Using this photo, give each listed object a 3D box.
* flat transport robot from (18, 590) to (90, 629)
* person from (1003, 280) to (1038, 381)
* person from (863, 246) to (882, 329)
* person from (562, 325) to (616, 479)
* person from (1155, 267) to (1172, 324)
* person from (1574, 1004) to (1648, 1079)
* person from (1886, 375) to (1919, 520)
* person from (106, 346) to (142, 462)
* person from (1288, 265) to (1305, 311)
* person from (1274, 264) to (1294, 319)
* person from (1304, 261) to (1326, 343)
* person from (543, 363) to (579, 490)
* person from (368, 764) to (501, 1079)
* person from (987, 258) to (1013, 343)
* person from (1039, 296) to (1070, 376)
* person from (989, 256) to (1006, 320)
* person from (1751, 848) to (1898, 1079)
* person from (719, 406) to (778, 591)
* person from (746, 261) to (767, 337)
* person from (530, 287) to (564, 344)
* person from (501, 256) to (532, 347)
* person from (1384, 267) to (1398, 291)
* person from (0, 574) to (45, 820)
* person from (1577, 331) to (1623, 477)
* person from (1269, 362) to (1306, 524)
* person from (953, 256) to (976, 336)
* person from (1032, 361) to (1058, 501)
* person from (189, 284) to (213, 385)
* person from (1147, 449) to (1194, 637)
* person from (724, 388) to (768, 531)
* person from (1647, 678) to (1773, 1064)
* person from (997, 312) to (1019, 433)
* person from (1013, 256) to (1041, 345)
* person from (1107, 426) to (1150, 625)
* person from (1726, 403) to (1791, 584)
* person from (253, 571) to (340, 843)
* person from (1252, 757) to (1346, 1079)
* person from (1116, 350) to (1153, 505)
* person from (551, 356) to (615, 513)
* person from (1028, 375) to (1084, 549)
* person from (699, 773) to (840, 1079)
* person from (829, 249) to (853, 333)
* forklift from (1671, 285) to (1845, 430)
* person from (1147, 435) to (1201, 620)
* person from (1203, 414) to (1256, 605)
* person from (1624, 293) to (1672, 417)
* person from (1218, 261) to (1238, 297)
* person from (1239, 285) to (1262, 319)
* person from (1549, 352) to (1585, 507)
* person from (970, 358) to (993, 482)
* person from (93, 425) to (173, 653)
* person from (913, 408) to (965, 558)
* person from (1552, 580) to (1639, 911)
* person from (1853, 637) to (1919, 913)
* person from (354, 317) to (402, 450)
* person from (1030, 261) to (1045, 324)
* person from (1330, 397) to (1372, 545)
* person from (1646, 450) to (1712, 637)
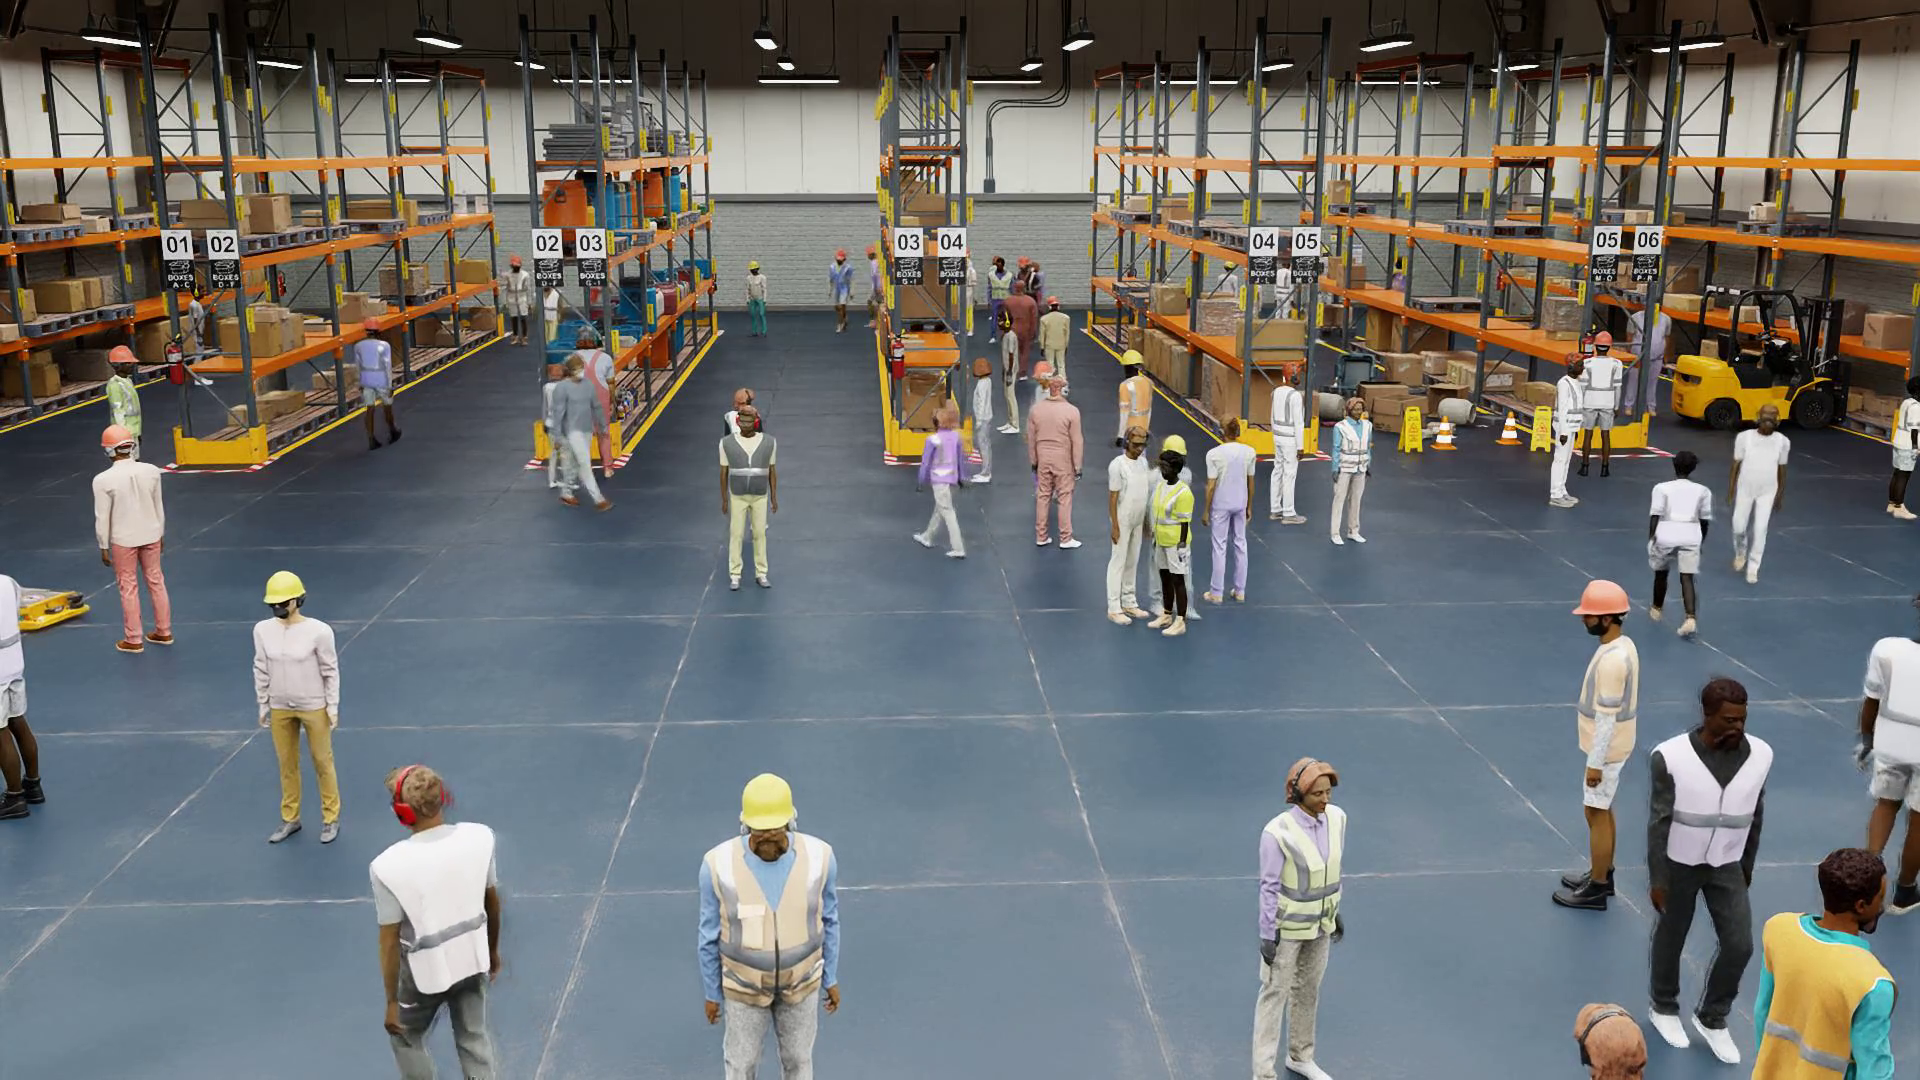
[{"bbox_3d":[-8.948,0.616,15.449,1.431,0.197,0.652,3,14,11],"label":"flat transport robot"},{"bbox_3d":[1.141,-3.929,31.232,0.658,1.892,0.427,4,14,15],"label":"person"},{"bbox_3d":[-2.081,-6.107,40.237,0.711,1.992,0.639,3,14,12],"label":"person"},{"bbox_3d":[-4.910,-1.833,22.031,0.684,2.000,0.538,-4,14,-16],"label":"person"},{"bbox_3d":[4.640,-5.479,38.340,0.514,1.640,0.310,11,17,38],"label":"person"},{"bbox_3d":[2.075,2.293,5.420,0.523,1.636,0.310,-2,13,-7],"label":"person"},{"bbox_3d":[11.226,-1.103,19.673,0.320,1.698,0.531,4,14,16],"label":"person"},{"bbox_3d":[-9.814,-1.273,19.657,0.370,2.044,0.608,-4,14,-15],"label":"person"},{"bbox_3d":[9.037,-7.101,44.648,0.643,1.905,0.399,11,17,38],"label":"person"},{"bbox_3d":[7.438,-5.555,38.153,0.358,1.880,0.575,-8,16,-32],"label":"person"},{"bbox_3d":[7.845,-5.323,37.261,0.685,1.849,0.506,1,13,2],"label":"person"},{"bbox_3d":[-5.114,-1.447,21.287,0.521,1.630,0.319,8,15,30],"label":"person"},{"bbox_3d":[-2.230,1.812,7.063,0.646,1.814,0.610,12,18,42],"label":"person"},{"bbox_3d":[0.908,-5.363,37.264,0.589,1.913,0.398,2,13,7],"label":"person"},{"bbox_3d":[1.672,-3.458,29.581,0.550,1.734,0.383,-3,14,-13],"label":"person"},{"bbox_3d":[0.946,-6.429,42.403,0.508,1.623,0.288,-8,16,-31],"label":"person"},{"bbox_3d":[3.086,2.014,5.996,0.392,1.920,0.587,-3,14,-13],"label":"person"},{"bbox_3d":[-2.090,-0.427,16.503,0.564,1.841,0.394,-4,14,-15],"label":"person"},{"bbox_3d":[-4.712,-5.567,38.464,0.538,1.757,0.338,6,15,24],"label":"person"},{"bbox_3d":[-8.187,-4.313,32.976,0.587,1.824,0.587,2,13,9],"label":"person"},{"bbox_3d":[-9.777,-5.268,36.716,0.632,2.005,0.725,-2,13,-10],"label":"person"},{"bbox_3d":[9.481,-5.148,36.683,0.364,1.749,0.530,7,15,28],"label":"person"},{"bbox_3d":[-6.301,0.868,10.817,0.368,1.932,0.551,-1,13,-3],"label":"person"},{"bbox_3d":[8.490,-1.803,22.125,0.542,1.939,0.362,4,14,15],"label":"person"},{"bbox_3d":[3.834,-1.133,19.407,0.355,1.882,0.575,-5,14,-21],"label":"person"},{"bbox_3d":[0.087,-5.727,38.791,0.596,1.923,0.386,9,16,34],"label":"person"},{"bbox_3d":[1.092,-1.359,20.688,0.380,1.734,0.608,-7,15,-28],"label":"person"},{"bbox_3d":[-14.057,-3.794,30.744,0.327,1.861,0.507,-5,14,-20],"label":"person"},{"bbox_3d":[1.900,0.017,14.951,0.319,1.694,0.533,-6,14,-23],"label":"person"},{"bbox_3d":[-2.453,-0.916,19.002,0.512,1.642,0.312,7,15,27],"label":"person"},{"bbox_3d":[3.549,1.568,7.913,0.603,1.898,0.623,0,13,0],"label":"person"},{"bbox_3d":[0.738,-2.570,25.557,0.329,1.861,0.502,-2,13,-9],"label":"person"},{"bbox_3d":[1.444,-5.216,36.422,0.614,2.021,0.563,8,16,31],"label":"person"},{"bbox_3d":[1.561,-0.146,15.320,0.343,1.840,0.507,12,18,41],"label":"person"},{"bbox_3d":[8.007,-0.476,16.729,0.541,1.829,0.433,6,14,22],"label":"person"},{"bbox_3d":[-4.144,1.049,10.412,0.527,1.768,0.331,1,13,4],"label":"person"},{"bbox_3d":[1.560,1.773,7.617,0.523,1.638,0.311,-9,16,-35],"label":"person"},{"bbox_3d":[2.094,-1.353,20.247,0.386,1.922,0.594,12,18,40],"label":"person"},{"bbox_3d":[-4.550,-1.275,20.008,1.004,1.883,0.638,8,15,29],"label":"person"},{"bbox_3d":[1.067,-0.854,18.181,0.651,1.904,0.401,8,16,32],"label":"person"},{"bbox_3d":[-0.783,1.834,6.943,0.592,1.832,0.404,-3,14,-14],"label":"person"},{"bbox_3d":[-2.779,-5.933,39.507,0.657,1.999,0.841,6,15,25],"label":"person"},{"bbox_3d":[12.503,-2.886,26.166,2.313,2.155,1.214,-1,13,-3],"label":"forklift"},{"bbox_3d":[1.974,-0.100,15.374,0.502,1.723,0.652,-5,14,-20],"label":"person"},{"bbox_3d":[2.567,-0.293,15.938,0.506,1.842,0.346,-4,14,-15],"label":"person"},{"bbox_3d":[11.192,-3.018,27.055,0.676,2.000,0.536,3,14,11],"label":"person"},{"bbox_3d":[6.190,-5.559,38.406,0.522,1.769,0.310,10,16,36],"label":"person"},{"bbox_3d":[6.391,-5.068,36.608,0.501,1.633,0.285,2,13,9],"label":"person"},{"bbox_3d":[7.438,-1.353,20.341,0.355,1.882,0.575,8,16,31],"label":"person"},{"bbox_3d":[0.289,-1.572,21.798,0.278,1.633,0.507,2,13,9],"label":"person"},{"bbox_3d":[-7.202,-0.015,14.462,0.402,1.986,0.605,9,16,34],"label":"person"},{"bbox_3d":[-0.226,-0.625,17.859,0.851,1.585,0.538,12,18,41],"label":"person"},{"bbox_3d":[3.664,1.172,9.558,0.393,1.927,0.547,6,15,24],"label":"person"},{"bbox_3d":[5.400,1.191,9.404,0.454,1.953,0.639,-11,17,-39],"label":"person"},{"bbox_3d":[-8.534,-2.313,24.384,0.573,1.888,0.961,0,13,1],"label":"person"},{"bbox_3d":[1.838,-5.970,40.462,0.525,1.619,0.445,6,15,24],"label":"person"},{"bbox_3d":[4.324,-0.766,18.374,0.525,1.639,0.307,-6,15,-24],"label":"person"},{"bbox_3d":[6.494,0.029,15.011,0.561,1.639,0.874,3,14,11],"label":"person"}]
